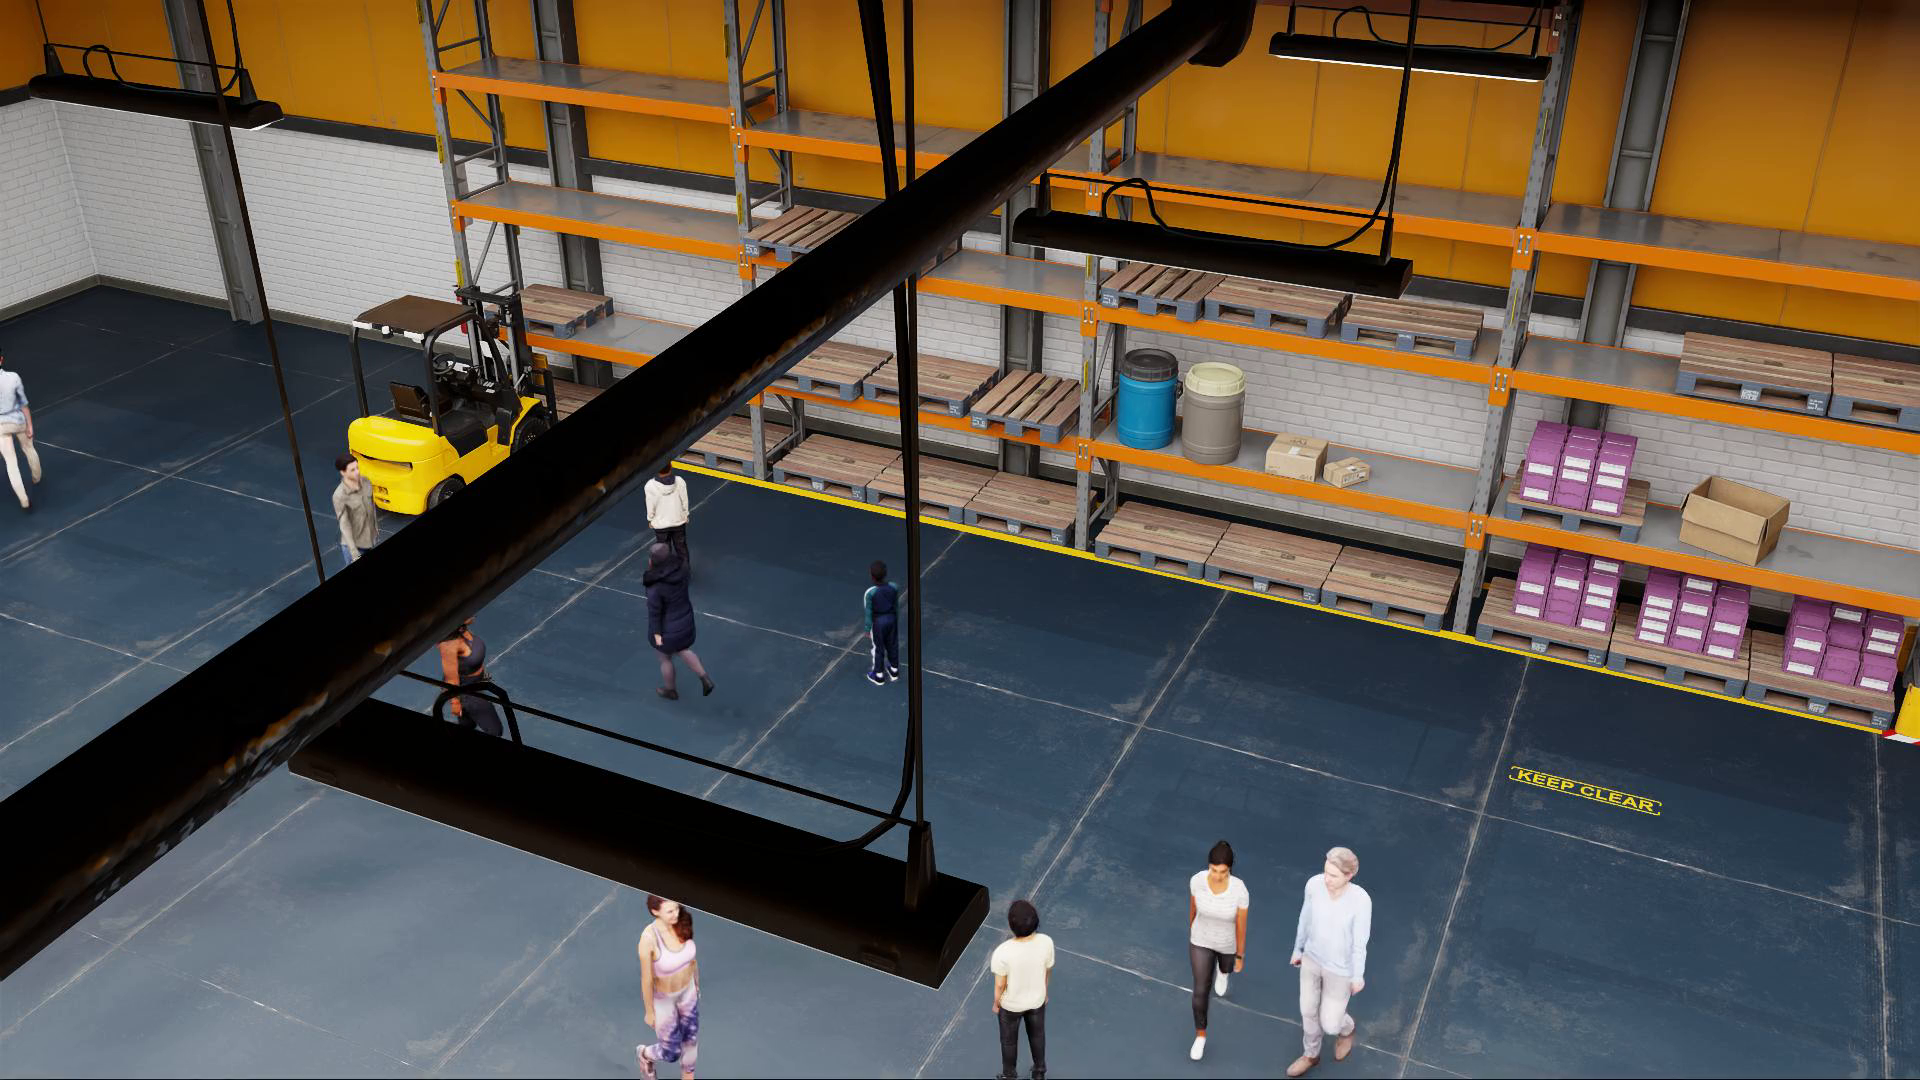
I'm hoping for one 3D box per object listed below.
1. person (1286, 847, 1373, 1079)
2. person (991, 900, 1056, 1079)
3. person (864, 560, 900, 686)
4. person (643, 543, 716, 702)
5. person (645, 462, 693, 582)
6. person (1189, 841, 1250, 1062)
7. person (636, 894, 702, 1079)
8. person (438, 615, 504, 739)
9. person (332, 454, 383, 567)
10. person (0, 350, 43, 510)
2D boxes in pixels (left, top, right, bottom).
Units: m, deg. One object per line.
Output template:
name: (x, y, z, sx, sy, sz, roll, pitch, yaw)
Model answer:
person: (2.498, 2.771, 11.015, 0.885, 1.878, 0.862, -25, 37, -38)
person: (0.409, 3.006, 10.888, 0.642, 1.587, 0.696, -11, 30, -19)
person: (-0.718, 0.750, 15.368, 0.572, 1.256, 0.605, -16, 33, -27)
person: (-2.520, 0.770, 14.915, 0.921, 1.657, 0.741, 18, 33, 29)
person: (-2.955, -0.201, 16.909, 0.640, 1.450, 0.721, -6, 29, -12)
person: (1.783, 2.703, 11.418, 1.079, 1.611, 0.727, 8, 30, 15)
person: (-1.927, 2.948, 10.815, 0.864, 1.759, 0.709, 22, 35, 34)
person: (-4.210, 1.251, 13.883, 0.949, 1.799, 0.875, -5, 29, -9)
person: (-5.880, 0.012, 16.133, 1.100, 1.820, 0.727, 12, 31, 21)
person: (-10.528, -1.217, 18.407, 1.125, 1.799, 1.288, -14, 32, -24)
